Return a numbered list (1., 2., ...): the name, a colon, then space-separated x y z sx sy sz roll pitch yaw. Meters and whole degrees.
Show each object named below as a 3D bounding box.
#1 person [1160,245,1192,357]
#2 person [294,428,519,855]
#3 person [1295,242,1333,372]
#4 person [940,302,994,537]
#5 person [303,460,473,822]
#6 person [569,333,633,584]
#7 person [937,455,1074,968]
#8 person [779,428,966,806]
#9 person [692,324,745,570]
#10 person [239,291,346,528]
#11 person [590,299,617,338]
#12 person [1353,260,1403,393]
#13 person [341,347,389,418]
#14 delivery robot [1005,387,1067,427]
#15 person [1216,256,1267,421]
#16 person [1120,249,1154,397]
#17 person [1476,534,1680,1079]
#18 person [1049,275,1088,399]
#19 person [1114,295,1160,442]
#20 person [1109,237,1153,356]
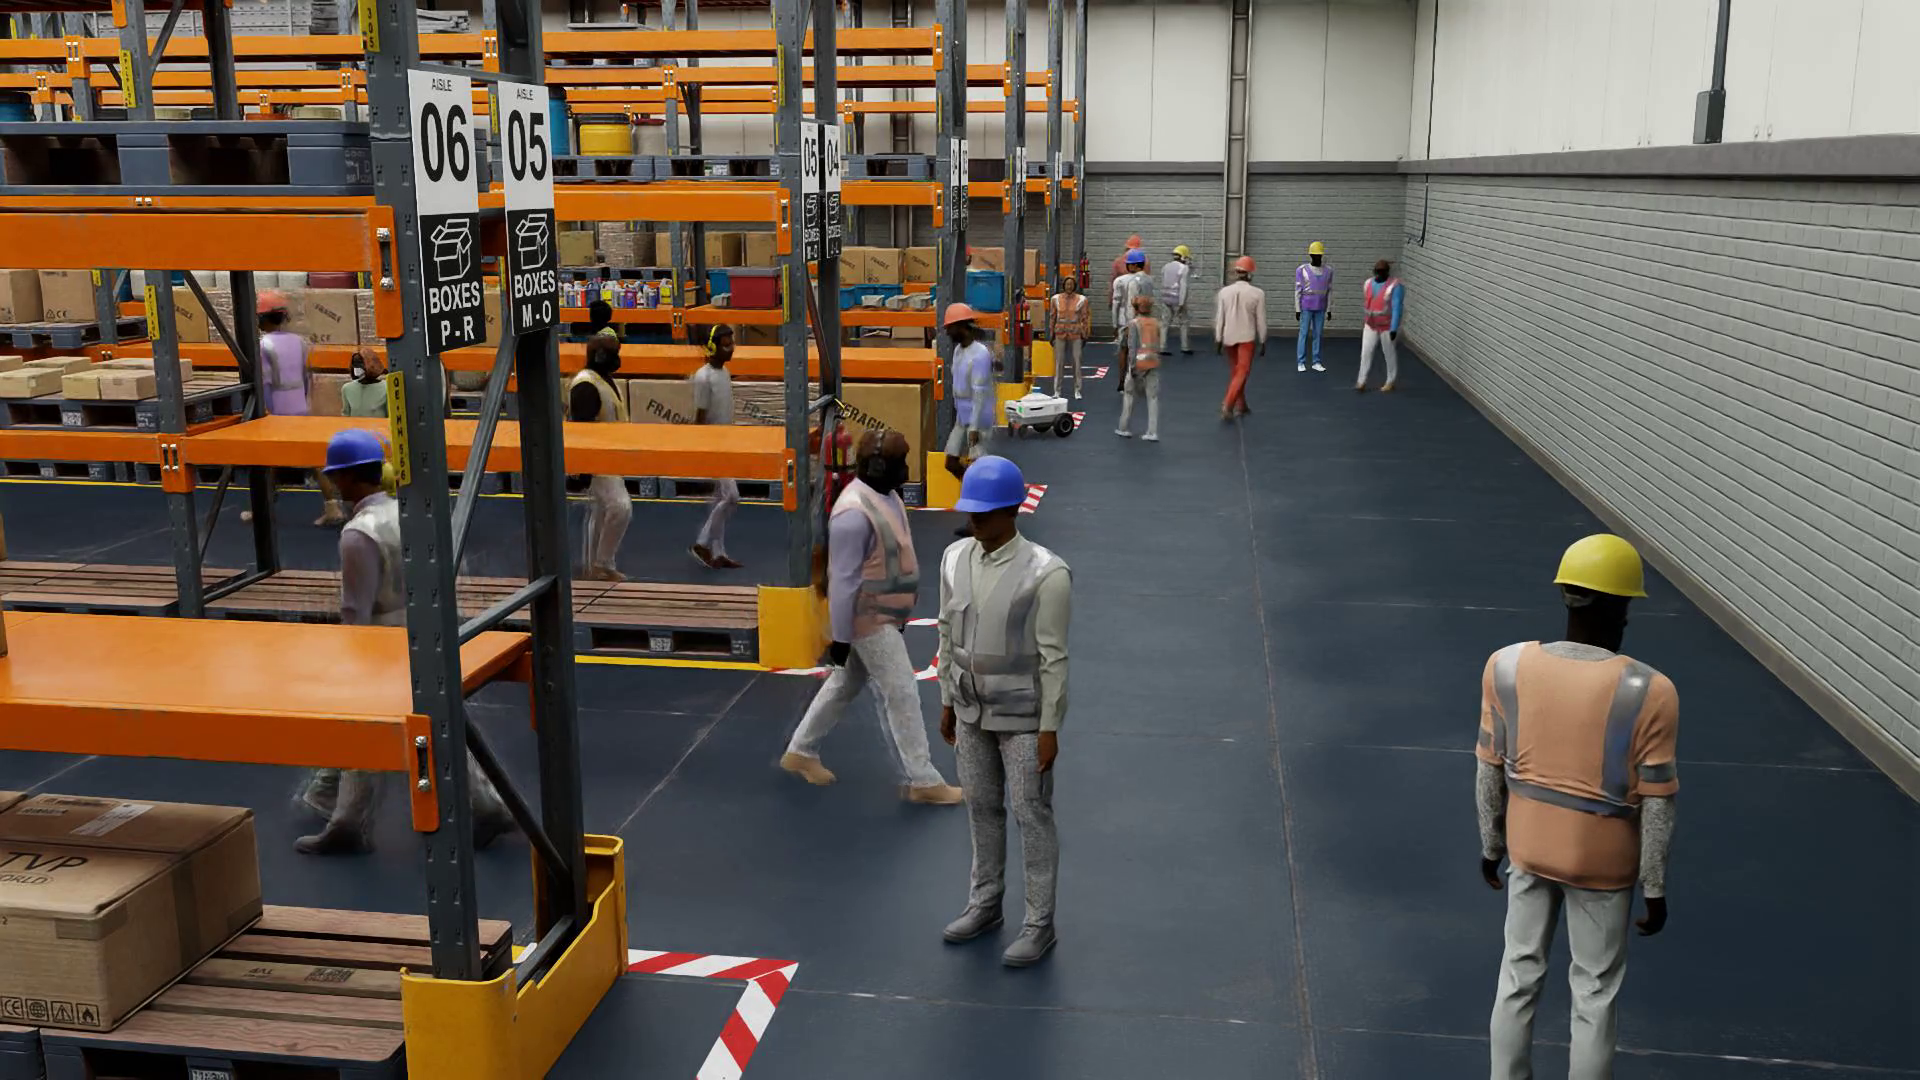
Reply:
1. person: 3.463 -3.833 26.760 0.502 1.797 0.597 -12 17 -42
2. person: -2.402 0.462 7.160 0.964 1.890 0.625 -1 13 -5
3. person: 5.280 -3.474 24.813 0.588 1.927 0.371 -3 13 -13
4. person: 0.081 -0.975 13.563 0.410 1.912 0.570 -7 14 -30
5. person: -2.583 0.473 7.514 0.866 1.697 0.493 -3 13 -13
6. person: -2.508 -0.565 11.923 0.531 1.824 0.635 0 12 1
7. person: 0.145 0.635 6.246 0.608 1.940 0.418 10 16 39
8. person: -0.450 0.352 7.871 0.966 1.795 0.631 2 13 9
9. person: -1.769 -0.684 12.402 0.384 1.856 0.512 2 13 11
10. person: -5.609 -1.072 13.862 1.070 1.991 0.628 6 14 24
11. person: -3.572 -1.568 16.729 0.318 1.698 0.534 -1 13 -3
12. person: 5.638 -2.867 22.374 0.651 1.788 0.939 12 17 43
13. person: -4.543 -0.678 12.859 0.507 1.633 0.277 3 13 11
14. delivery robot: 0.855 -1.473 18.691 0.707 0.478 0.477 -8 15 -33
15. person: 3.359 -2.426 20.019 0.631 1.966 0.926 9 15 35
16. person: 2.358 -2.880 22.107 0.412 1.938 0.611 7 14 28
17. person: 1.823 0.931 4.949 0.584 1.919 0.382 11 17 41
18. person: 1.422 -2.651 21.779 0.515 1.633 0.316 3 13 11
19. person: 1.996 -1.916 18.510 0.510 1.603 0.689 -8 15 -32
20. person: 2.727 -3.864 26.556 0.715 1.916 1.032 1 13 6
